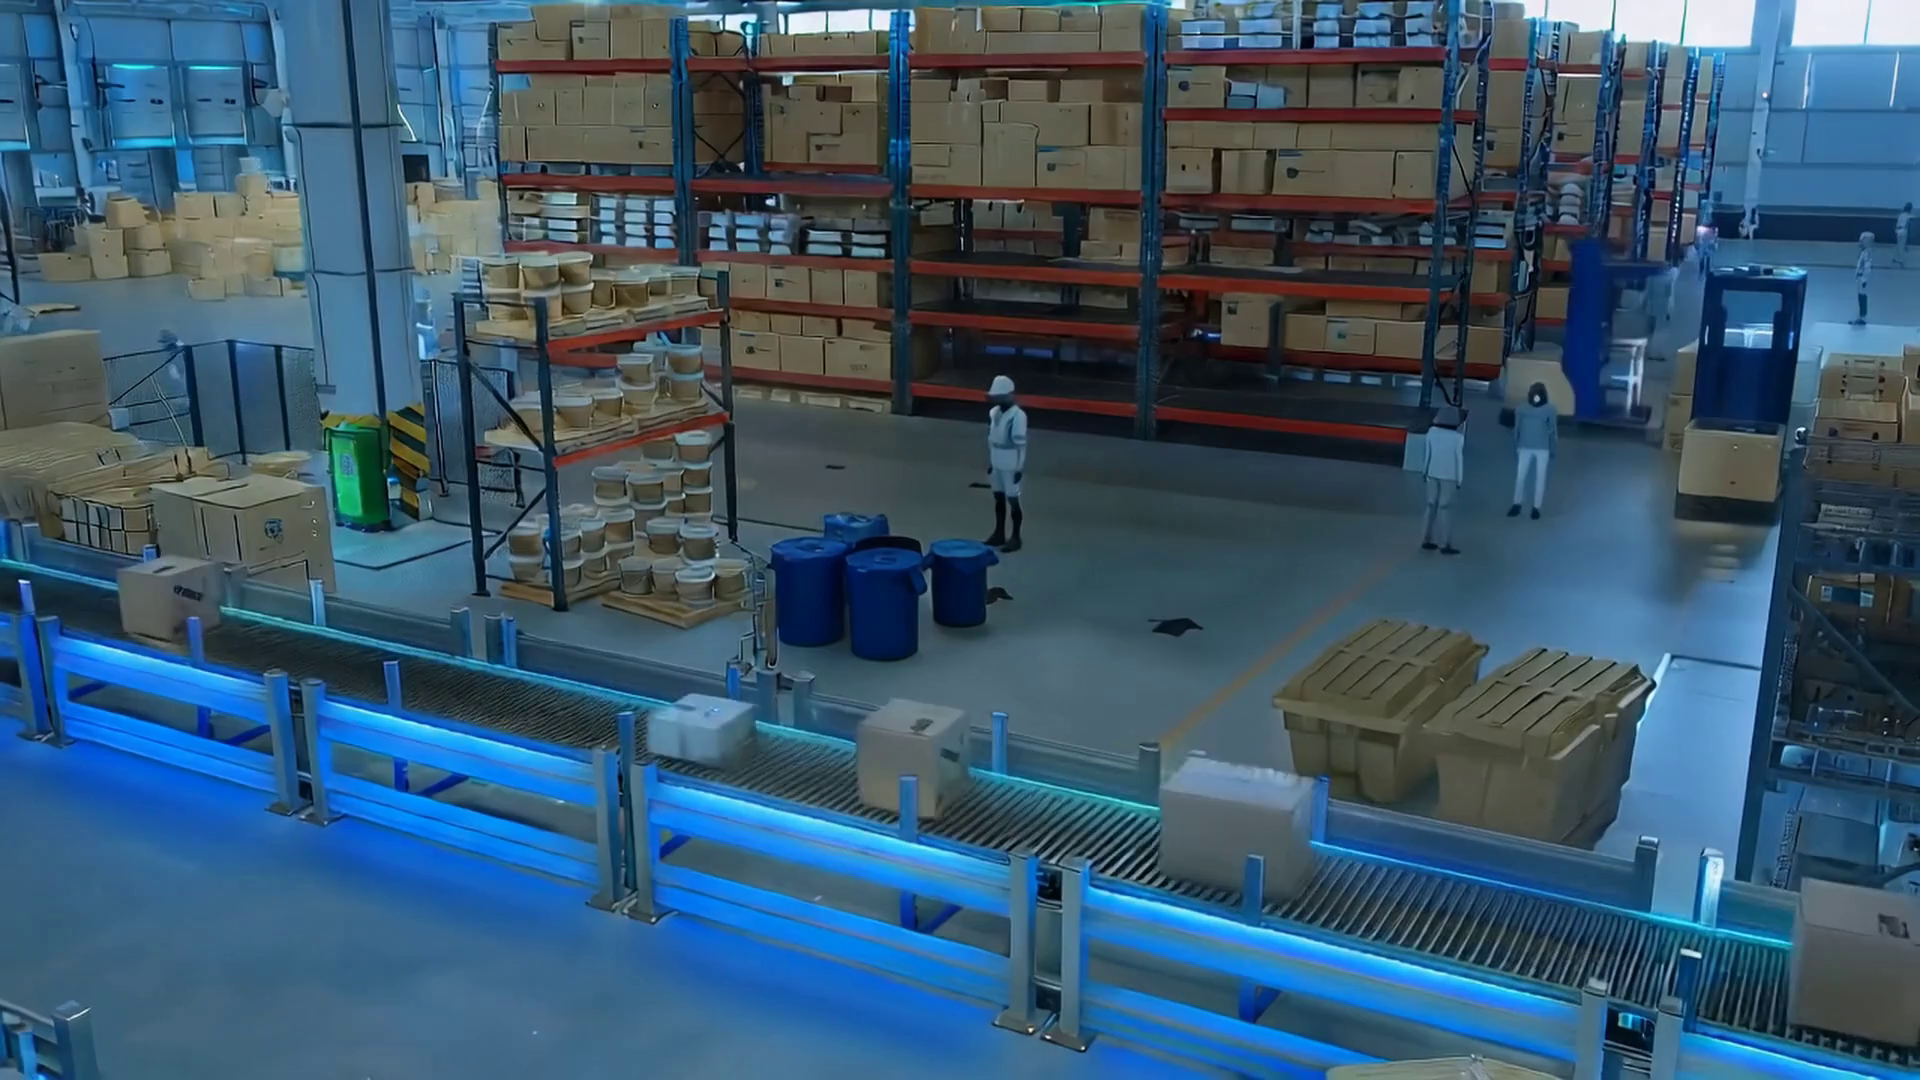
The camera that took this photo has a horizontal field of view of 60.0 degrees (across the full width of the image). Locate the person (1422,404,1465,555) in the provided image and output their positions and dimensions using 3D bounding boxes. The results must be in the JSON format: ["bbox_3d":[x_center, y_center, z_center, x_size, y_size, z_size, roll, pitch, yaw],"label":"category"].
[{"bbox_3d":[5.222,-0.657,17.959,0.278,1.633,0.507,-10,18,-34],"label":"person"}]

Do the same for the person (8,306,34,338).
[{"bbox_3d":[-13.397,-2.393,23.903,0.552,1.937,0.356,12,19,39],"label":"person"}]

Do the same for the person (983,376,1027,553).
[{"bbox_3d":[0.462,-0.820,17.989,0.372,1.934,0.551,-13,20,-40],"label":"person"}]

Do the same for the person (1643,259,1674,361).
[{"bbox_3d":[13.096,-4.298,31.146,0.399,1.900,0.645,-7,16,-23],"label":"person"}]

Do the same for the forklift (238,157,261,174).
[{"bbox_3d":[-24.311,-11.728,57.189,1.873,2.768,1.129,1,15,3],"label":"forklift"}]

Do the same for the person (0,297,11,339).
[{"bbox_3d":[-15.519,-3.105,26.907,0.523,1.769,0.317,3,15,11],"label":"person"}]

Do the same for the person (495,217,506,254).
[{"bbox_3d":[-11.867,-7.511,43.255,1.032,1.894,0.636,-10,18,-32],"label":"person"}]

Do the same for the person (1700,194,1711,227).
[{"bbox_3d":[23.770,-10.221,53.437,0.696,1.885,0.422,-3,15,-11],"label":"person"}]

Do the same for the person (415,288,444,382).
[{"bbox_3d":[-9.241,-3.534,28.753,0.514,1.644,0.310,6,16,20],"label":"person"}]

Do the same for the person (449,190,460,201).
[{"bbox_3d":[-16.170,-10.238,53.391,0.627,1.940,0.371,-10,18,-34],"label":"person"}]

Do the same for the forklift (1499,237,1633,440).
[{"bbox_3d":[9.066,-3.001,24.383,1.873,2.768,1.129,8,17,28],"label":"forklift"}]

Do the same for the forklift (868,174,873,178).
[{"bbox_3d":[-3.133,-13.788,64.933,1.129,2.768,1.873,2,15,9],"label":"forklift"}]

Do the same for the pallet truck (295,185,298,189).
[{"bbox_3d":[-26.804,-14.617,69.738,1.885,1.965,0.823,-14,20,-42],"label":"pallet truck"}]

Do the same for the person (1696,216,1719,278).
[{"bbox_3d":[20.537,-8.072,45.744,0.540,1.683,0.493,7,17,25],"label":"person"}]

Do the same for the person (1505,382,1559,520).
[{"bbox_3d":[6.709,-1.049,19.458,0.514,1.617,0.370,6,16,21],"label":"person"}]

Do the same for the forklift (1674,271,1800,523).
[{"bbox_3d":[9.269,-1.763,19.726,1.129,2.768,1.873,8,17,27],"label":"forklift"}]

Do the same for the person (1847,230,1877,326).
[{"bbox_3d":[19.535,-5.659,35.973,0.386,2.045,0.605,6,16,20],"label":"person"}]

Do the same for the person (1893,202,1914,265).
[{"bbox_3d":[27.921,-9.085,49.242,0.374,1.840,0.569,4,16,16],"label":"person"}]

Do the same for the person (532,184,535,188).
[{"bbox_3d":[-16.993,-13.475,66.040,0.531,1.689,0.322,2,15,7],"label":"person"}]

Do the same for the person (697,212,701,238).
[{"bbox_3d":[-6.818,-7.872,44.387,0.611,1.996,0.378,-13,20,-41],"label":"person"}]

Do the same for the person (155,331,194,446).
[{"bbox_3d":[-10.640,-1.903,22.331,0.868,1.791,0.611,-6,16,-20],"label":"person"}]
